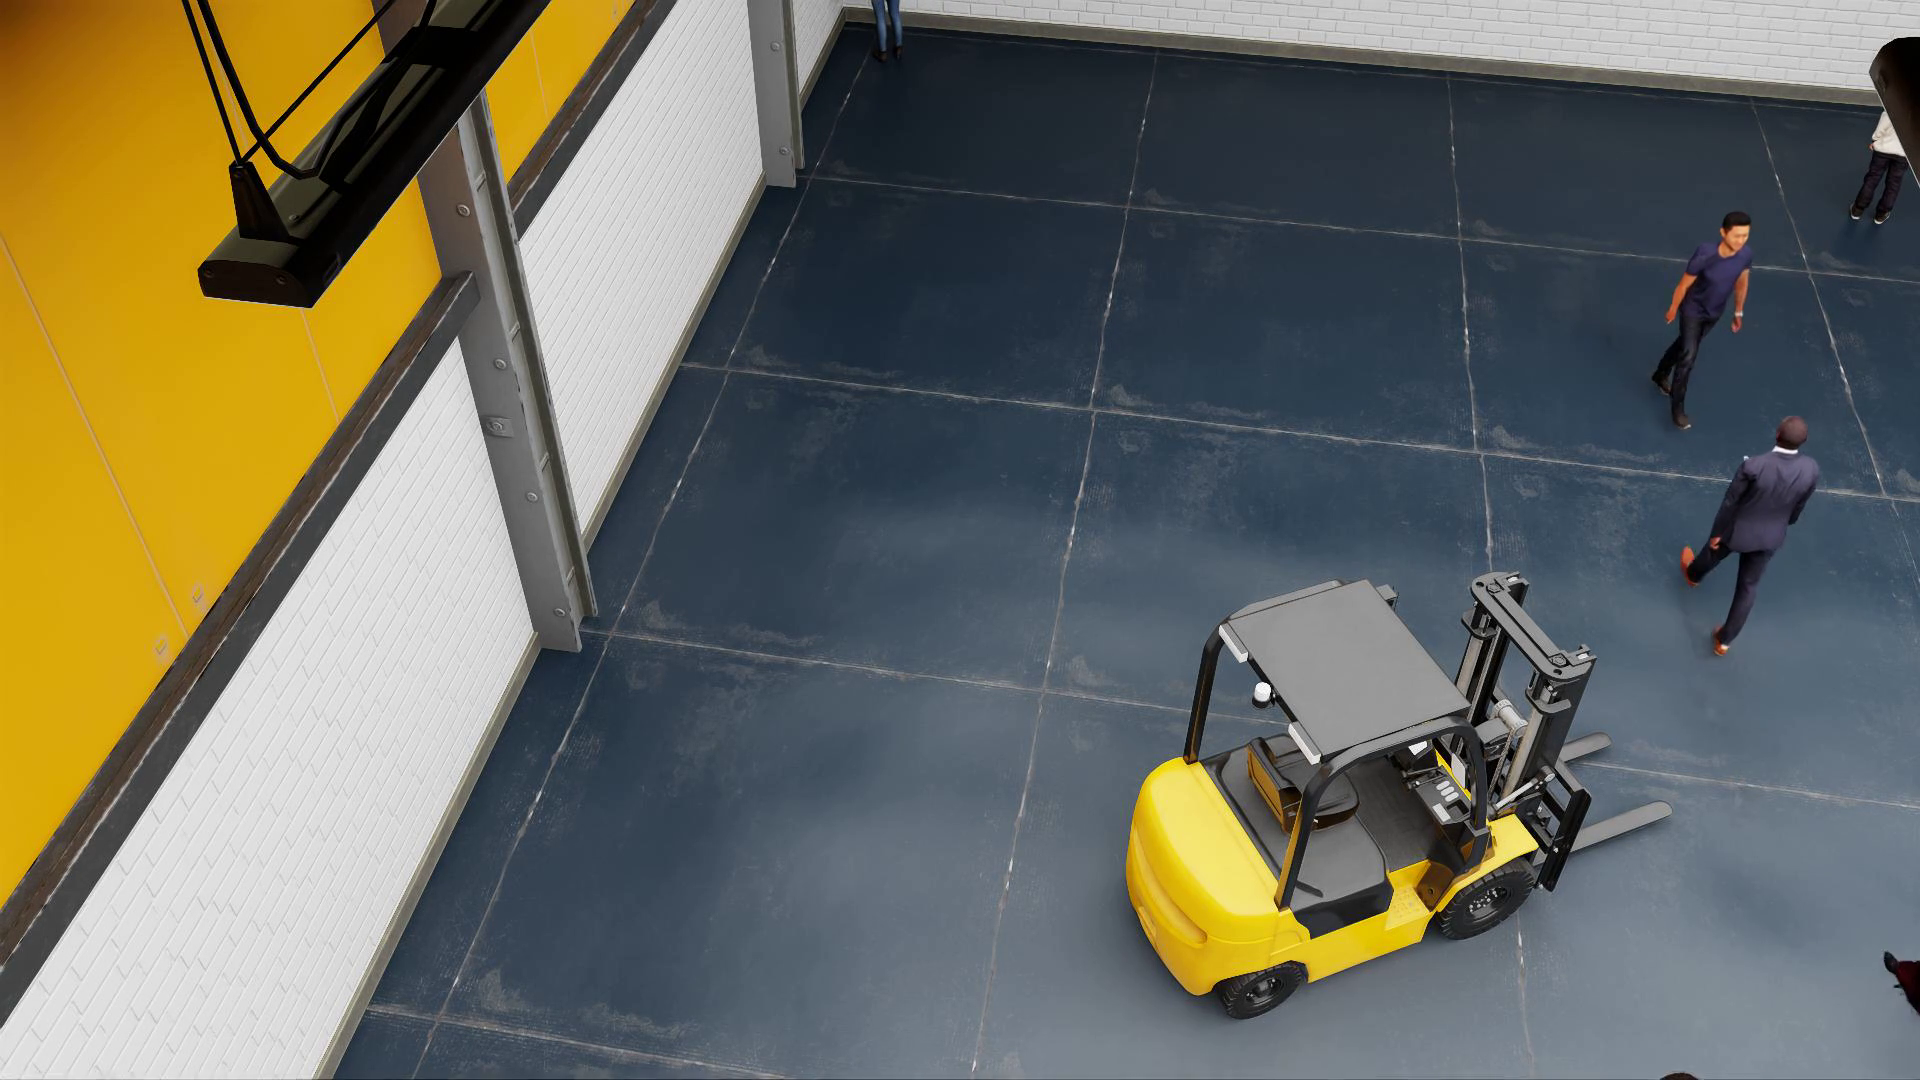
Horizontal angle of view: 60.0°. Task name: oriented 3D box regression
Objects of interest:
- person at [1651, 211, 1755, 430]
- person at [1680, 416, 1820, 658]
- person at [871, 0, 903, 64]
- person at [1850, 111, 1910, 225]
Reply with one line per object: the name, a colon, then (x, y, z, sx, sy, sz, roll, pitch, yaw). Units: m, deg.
person: (5.646, -1.807, 12.750, 0.886, 1.760, 1.077, -10, 45, -10)
person: (5.154, 0.021, 10.814, 0.697, 1.782, 1.112, 7, 44, 7)
person: (-0.767, -5.675, 16.891, 0.640, 1.647, 0.662, -18, 47, -18)
person: (8.300, -3.488, 14.737, 0.631, 1.452, 0.601, 20, 47, 20)
